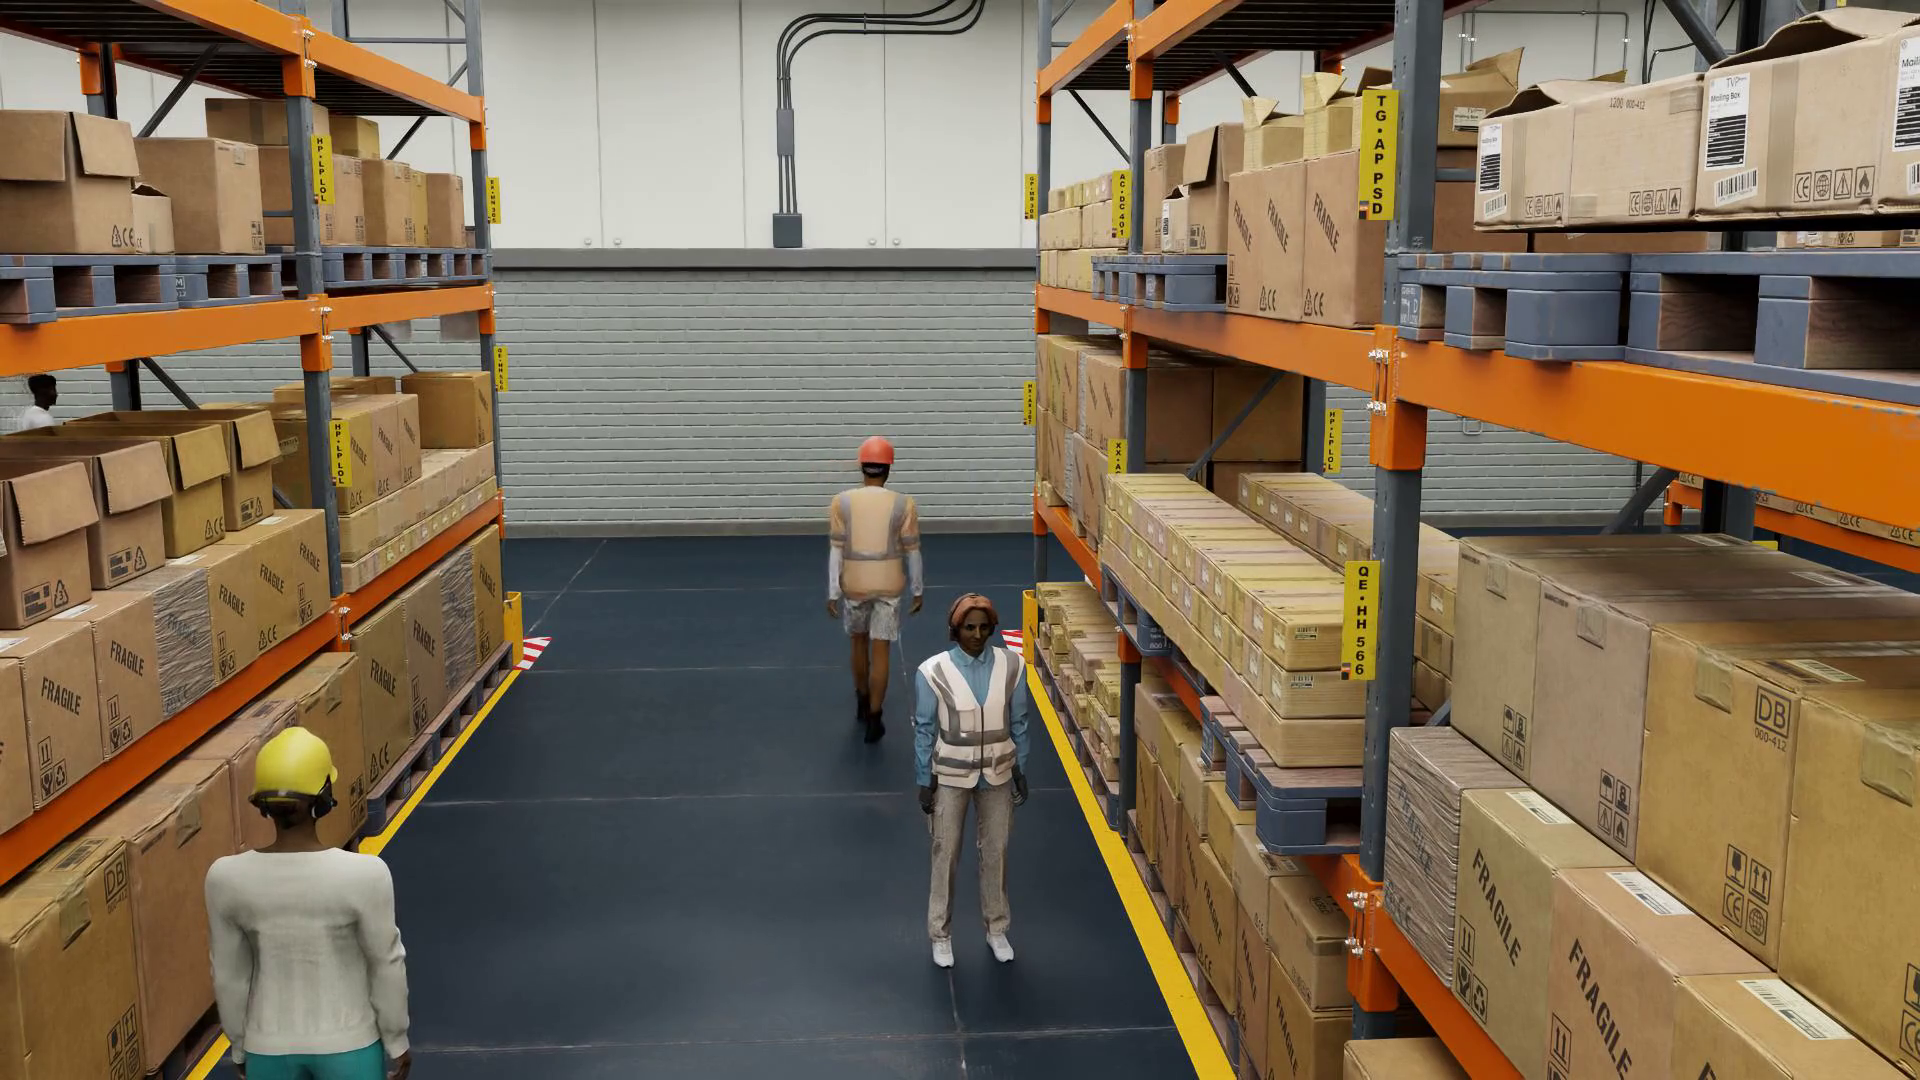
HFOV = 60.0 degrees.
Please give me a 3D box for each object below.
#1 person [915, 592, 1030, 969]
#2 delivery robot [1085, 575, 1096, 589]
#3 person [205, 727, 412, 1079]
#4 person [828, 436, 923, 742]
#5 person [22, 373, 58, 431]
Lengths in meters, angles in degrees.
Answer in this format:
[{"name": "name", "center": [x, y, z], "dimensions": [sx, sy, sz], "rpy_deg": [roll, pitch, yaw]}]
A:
[{"name": "person", "center": [0.049, 1.024, 7.127], "dimensions": [0.508, 1.629, 0.317], "rpy_deg": [-3, 10, -17]}, {"name": "delivery robot", "center": [1.360, 0.408, 13.632], "dimensions": [0.477, 0.478, 0.707], "rpy_deg": [-9, 13, -42]}, {"name": "person", "center": [-1.782, 1.383, 4.604], "dimensions": [0.524, 1.772, 0.301], "rpy_deg": [0, 10, -2]}, {"name": "person", "center": [-0.522, 0.281, 10.682], "dimensions": [0.580, 1.901, 0.880], "rpy_deg": [1, 10, 5]}, {"name": "person", "center": [-9.031, -0.683, 16.374], "dimensions": [1.026, 1.923, 0.618], "rpy_deg": [-7, 12, -36]}]
